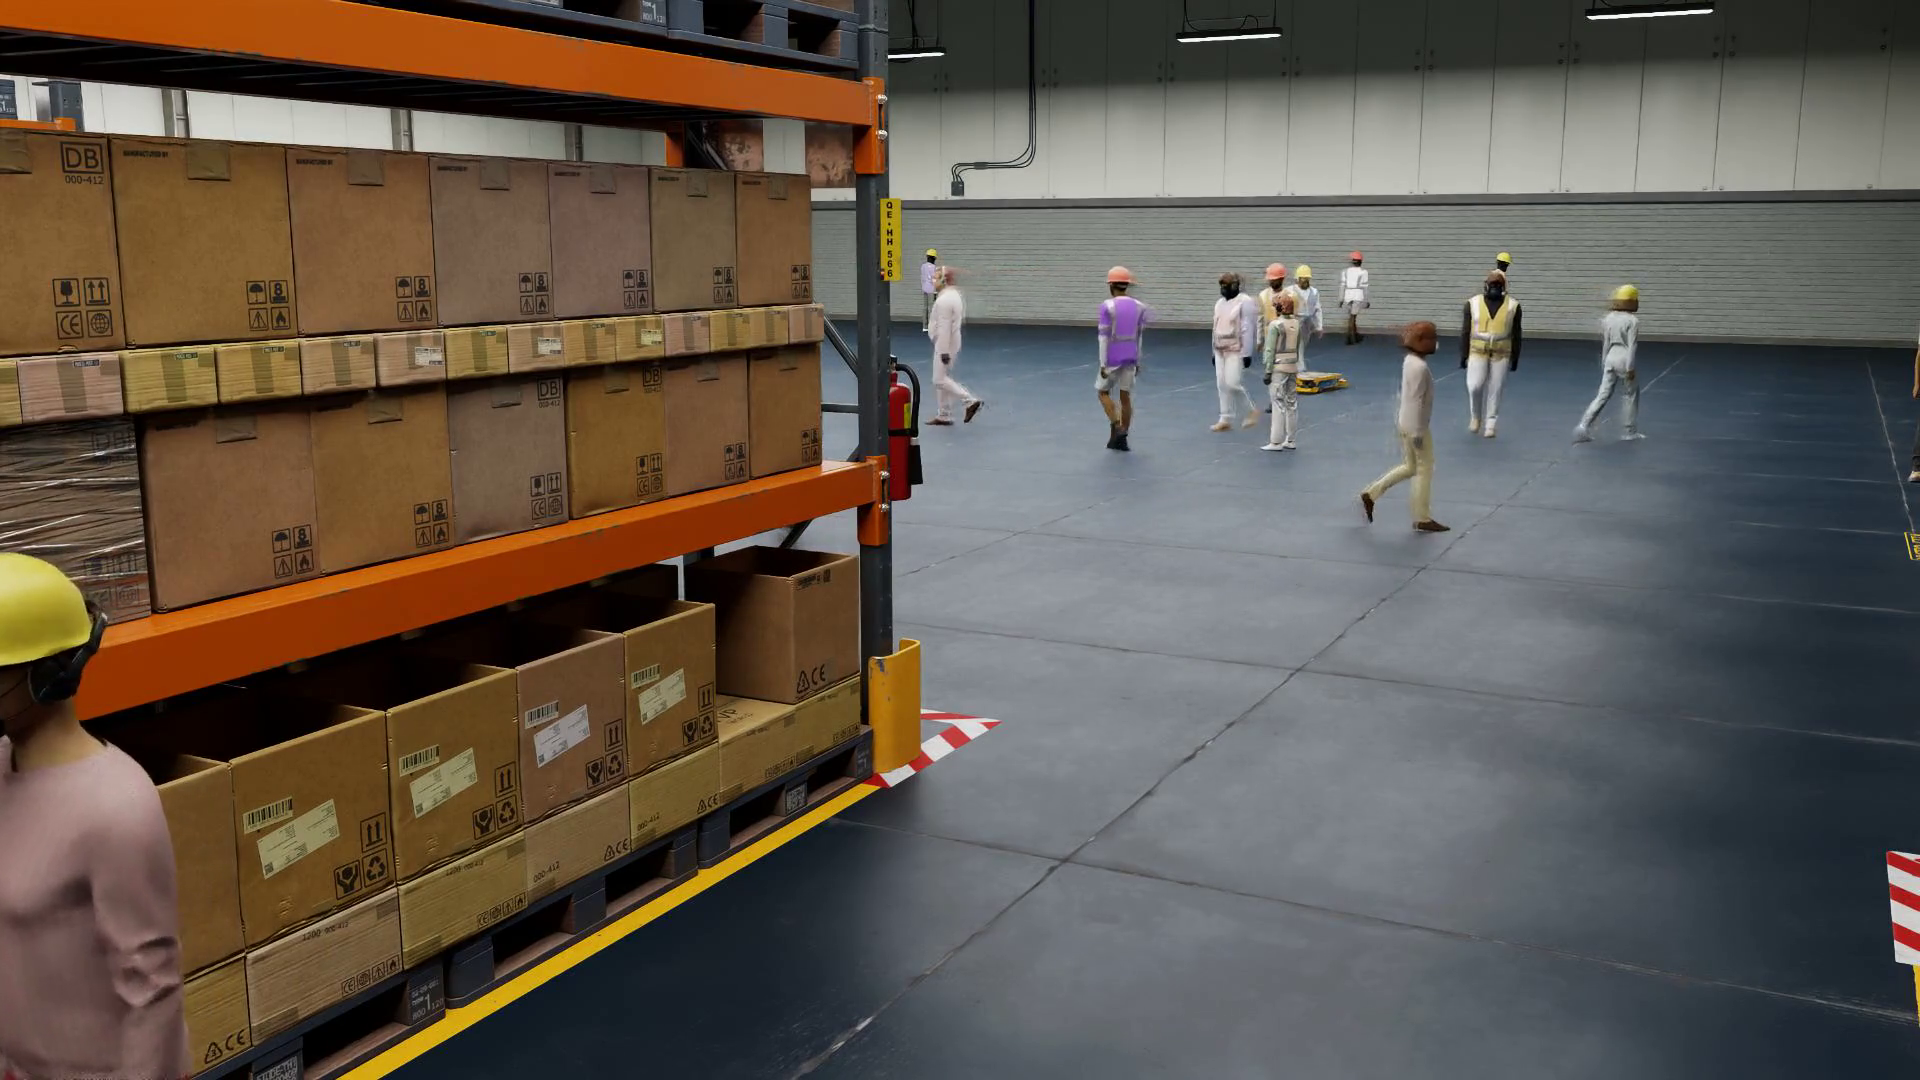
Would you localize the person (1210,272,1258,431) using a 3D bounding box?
[{"bbox_3d":[3.116,-2.142,19.017,0.471,1.824,0.649,-6,12,-28],"label":"person"}]

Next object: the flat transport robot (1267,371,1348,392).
[{"bbox_3d":[5.044,-2.294,24.084,0.652,0.197,1.431,7,12,33],"label":"flat transport robot"}]

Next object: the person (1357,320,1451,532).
[{"bbox_3d":[3.396,-0.860,12.595,0.629,1.610,0.509,1,10,5],"label":"person"}]

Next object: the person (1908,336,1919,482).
[{"bbox_3d":[8.919,-1.423,15.040,0.506,1.845,0.342,5,12,27],"label":"person"}]

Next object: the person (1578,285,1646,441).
[{"bbox_3d":[7.167,-1.929,18.150,0.834,1.709,0.494,-4,11,-23],"label":"person"}]

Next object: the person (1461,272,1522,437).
[{"bbox_3d":[5.903,-2.053,18.501,0.651,1.832,0.447,3,11,15],"label":"person"}]

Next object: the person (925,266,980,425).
[{"bbox_3d":[-0.099,-2.269,19.552,0.593,1.891,0.641,2,11,9],"label":"person"}]

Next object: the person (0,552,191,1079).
[{"bbox_3d":[-1.447,0.880,2.706,0.531,1.763,0.335,7,13,35],"label":"person"}]

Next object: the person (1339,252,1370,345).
[{"bbox_3d":[8.175,-4.964,34.190,0.569,1.893,0.965,10,14,42],"label":"person"}]

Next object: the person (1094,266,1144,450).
[{"bbox_3d":[1.657,-1.888,17.345,0.554,1.922,0.419,-5,11,-24],"label":"person"}]

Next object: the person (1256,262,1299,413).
[{"bbox_3d":[4.087,-2.586,21.242,0.570,1.909,0.739,7,13,34],"label":"person"}]

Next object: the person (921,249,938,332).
[{"bbox_3d":[-0.685,-5.776,38.569,0.373,1.921,0.585,-6,12,-30],"label":"person"}]

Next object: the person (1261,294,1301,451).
[{"bbox_3d":[3.368,-1.743,17.362,0.513,1.635,0.311,-10,14,-44],"label":"person"}]

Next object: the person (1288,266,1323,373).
[{"bbox_3d":[5.096,-3.153,24.618,0.623,1.781,0.912,-4,11,-19],"label":"person"}]

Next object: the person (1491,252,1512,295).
[{"bbox_3d":[10.063,-4.397,31.048,0.379,1.921,0.586,0,10,1],"label":"person"}]

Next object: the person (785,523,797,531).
[{"bbox_3d":[-1.331,-0.989,12.648,0.552,1.852,0.422,-3,11,-15],"label":"person"}]
